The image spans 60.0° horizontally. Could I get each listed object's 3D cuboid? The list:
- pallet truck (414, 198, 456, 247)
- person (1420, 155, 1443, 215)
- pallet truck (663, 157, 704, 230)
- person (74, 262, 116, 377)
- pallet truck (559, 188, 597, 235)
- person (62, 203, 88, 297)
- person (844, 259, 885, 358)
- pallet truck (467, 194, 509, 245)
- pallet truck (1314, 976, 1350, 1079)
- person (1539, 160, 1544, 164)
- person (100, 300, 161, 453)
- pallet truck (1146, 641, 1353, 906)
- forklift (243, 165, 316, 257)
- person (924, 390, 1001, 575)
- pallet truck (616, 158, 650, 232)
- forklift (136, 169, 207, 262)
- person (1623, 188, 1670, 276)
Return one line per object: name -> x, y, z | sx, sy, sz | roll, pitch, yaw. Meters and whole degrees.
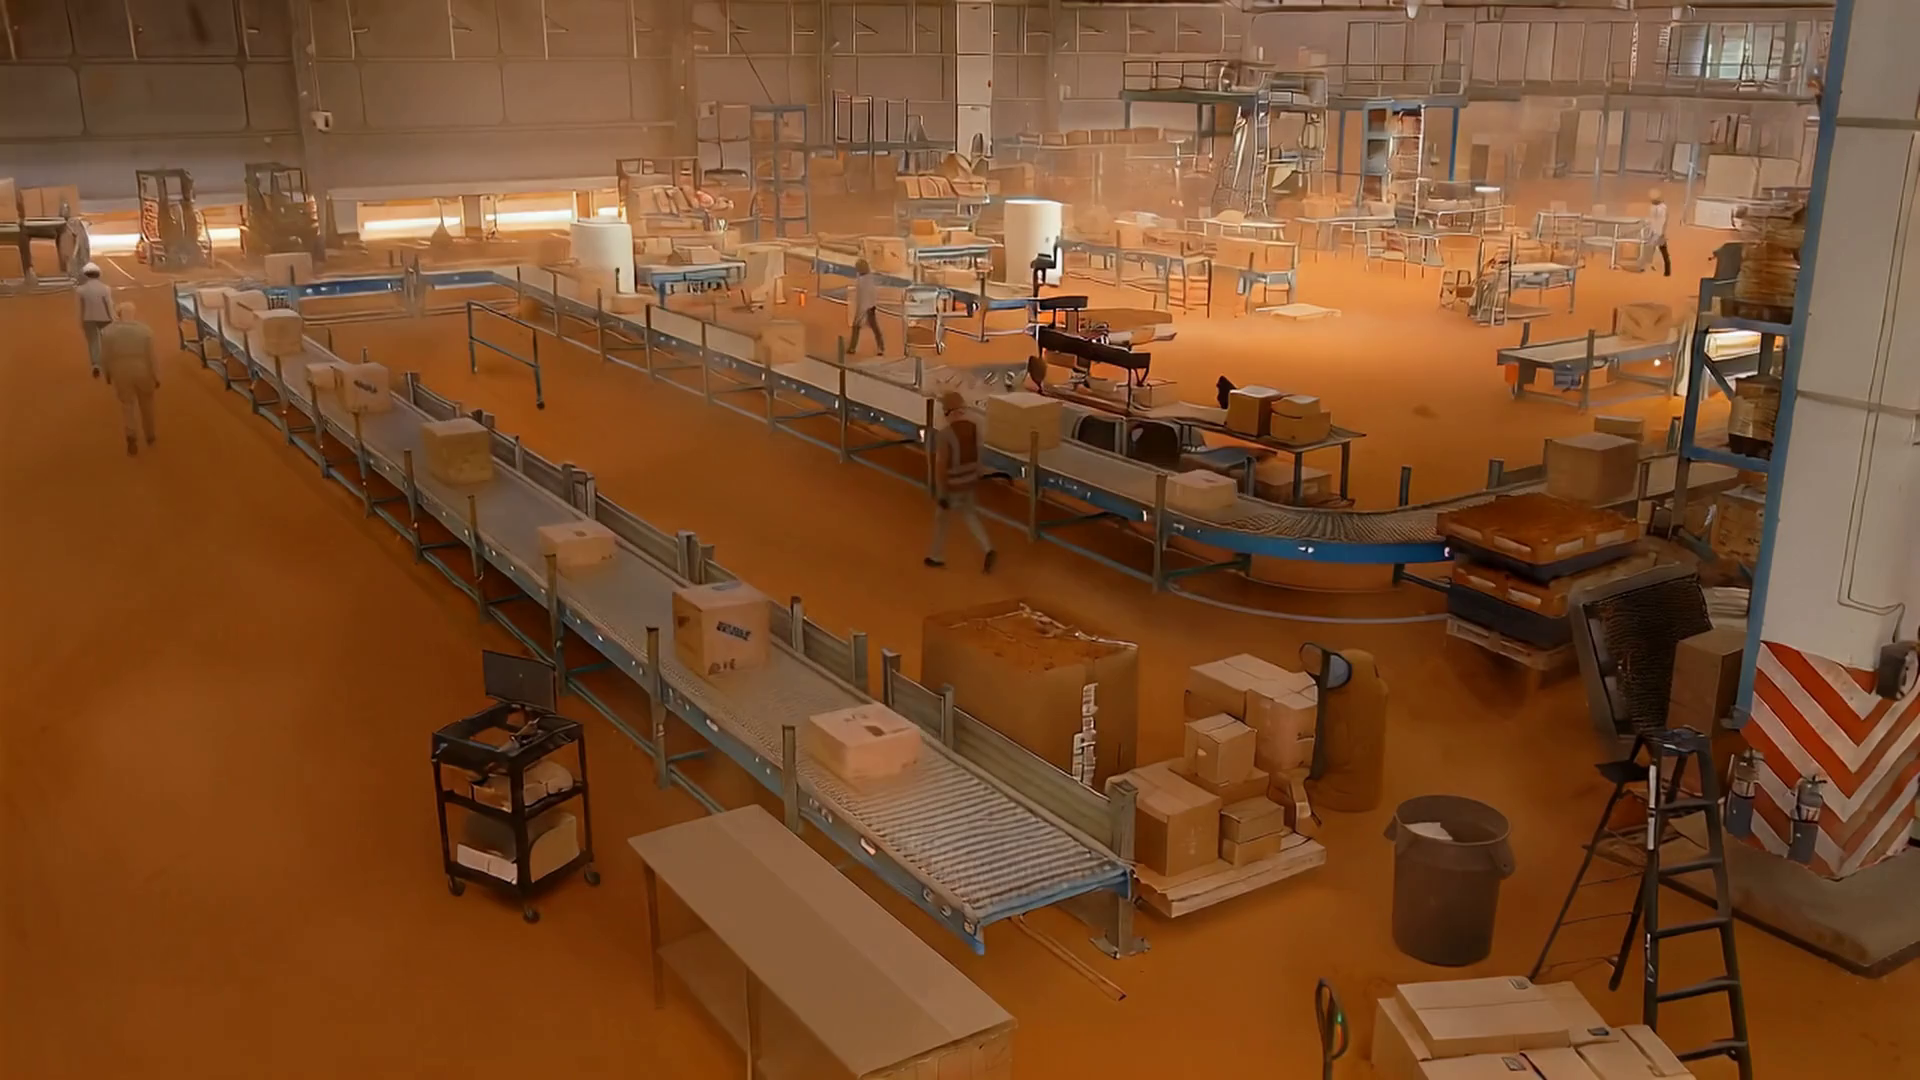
pallet truck -> -13.250, -8.060, 41.856 | 0.680, 1.201, 1.601 | -10, 20, -31
person -> 13.918, -10.427, 48.872 | 0.494, 1.726, 0.639 | -12, 21, -35
pallet truck -> -7.586, -9.308, 44.692 | 0.823, 1.965, 1.885 | -11, 20, -33
person -> -13.081, -3.323, 25.198 | 0.534, 1.745, 0.583 | -7, 18, -22
pallet truck -> -10.010, -8.652, 43.699 | 0.653, 1.274, 1.630 | -10, 20, -31
person -> -17.688, -5.808, 33.305 | 0.380, 1.845, 0.570 | -6, 18, -18
person -> -1.534, -3.738, 26.868 | 0.870, 1.586, 0.501 | 16, 23, 42
pallet truck -> -11.983, -8.177, 42.137 | 0.704, 1.261, 1.522 | -11, 20, -33
pallet truck -> 2.299, 2.390, 7.086 | 1.601, 1.201, 0.680 | -2, 17, -7
person -> 23.583, -15.724, 66.716 | 0.850, 1.580, 0.518 | 6, 18, 18
person -> -10.326, -2.049, 20.770 | 0.652, 1.873, 0.941 | -7, 18, -23
pallet truck -> 1.664, 1.407, 10.232 | 1.630, 1.274, 0.653 | -10, 20, -31
forklift -> -15.898, -7.669, 38.708 | 1.157, 1.987, 2.680 | -11, 20, -33
person -> 0.014, -0.536, 15.837 | 0.812, 1.809, 0.598 | 16, 23, 42
pallet truck -> -8.918, -9.176, 44.255 | 0.823, 1.965, 1.885 | -9, 19, -27
forklift -> -17.842, -7.318, 37.559 | 1.157, 1.987, 2.680 | -10, 20, -31
person -> 15.108, -6.679, 36.161 | 0.983, 1.865, 0.623 | -3, 17, -10
